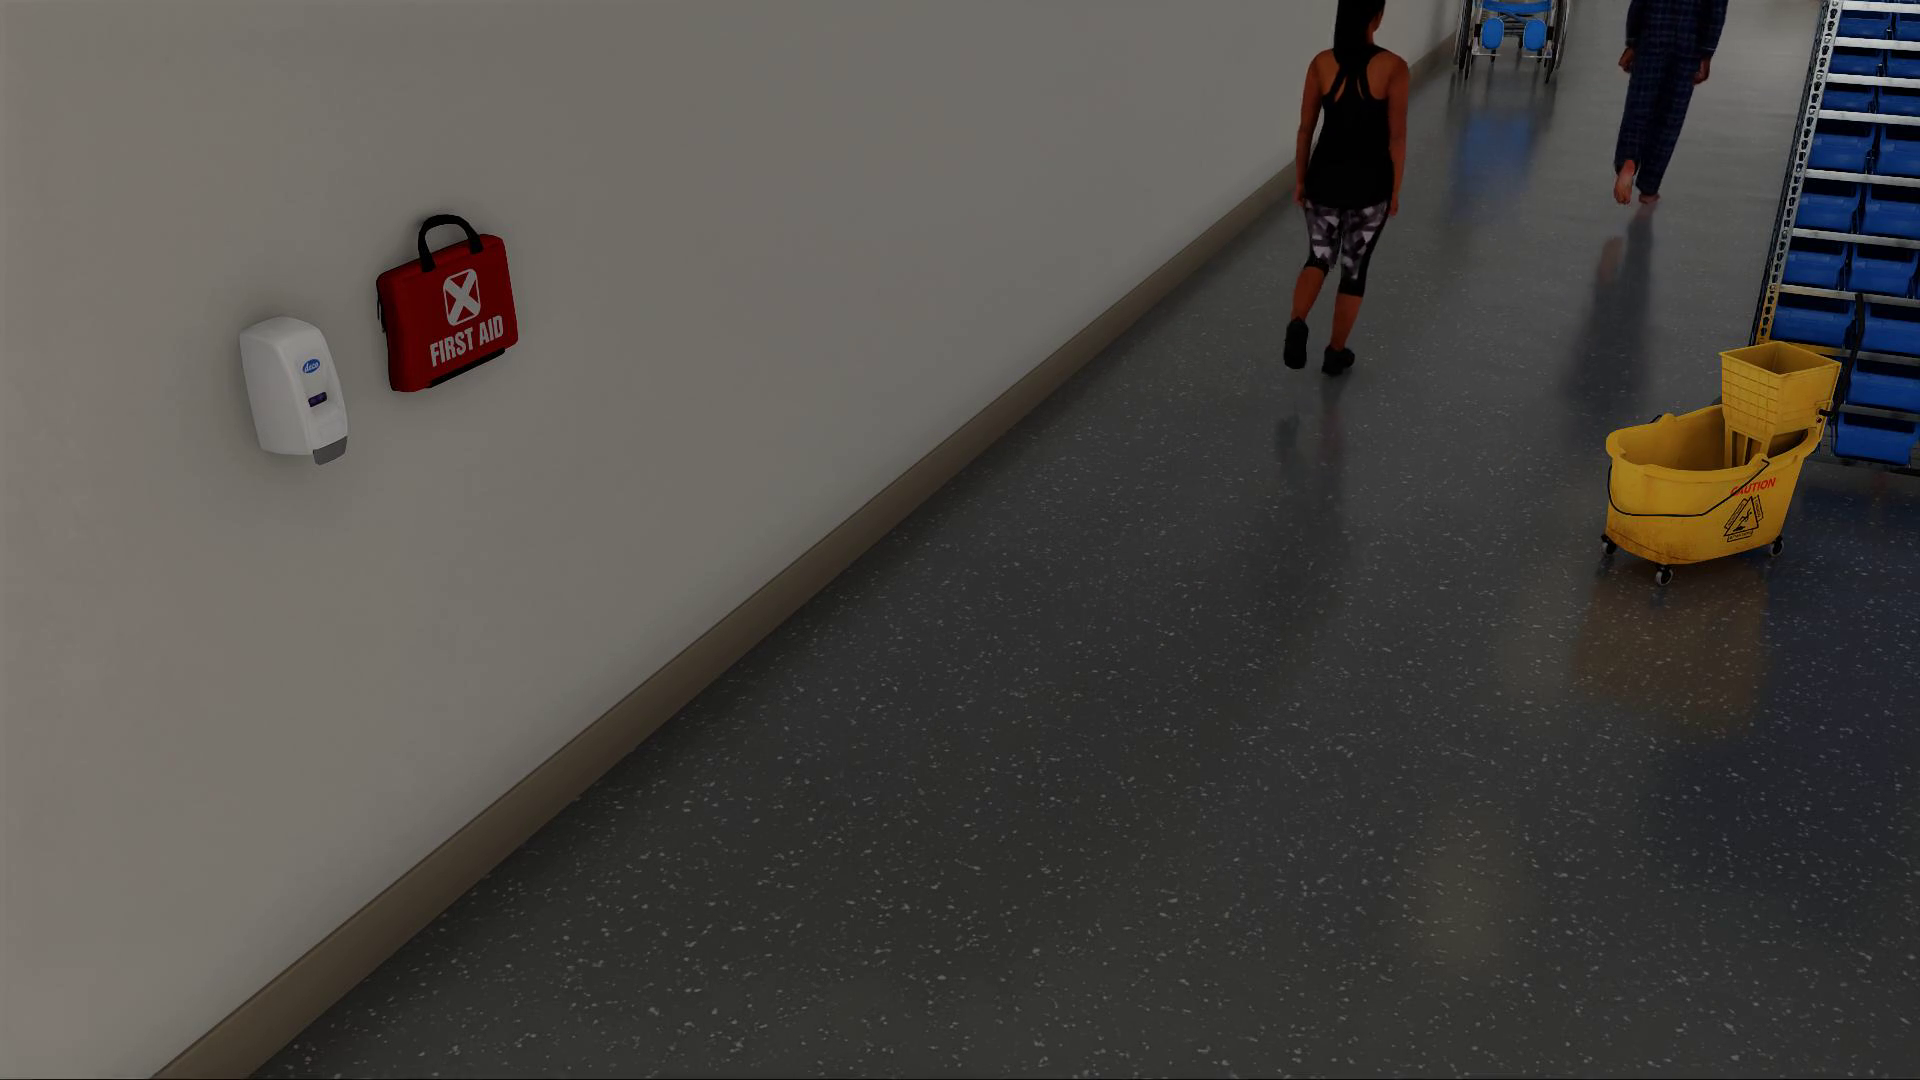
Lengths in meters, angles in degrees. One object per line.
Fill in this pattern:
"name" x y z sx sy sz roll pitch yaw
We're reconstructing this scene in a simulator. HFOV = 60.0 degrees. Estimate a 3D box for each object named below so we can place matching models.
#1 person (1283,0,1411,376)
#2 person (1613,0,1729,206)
"person" 1.542 -1.420 6.708 0.797 1.647 0.688 14 29 27
"person" 3.906 -2.719 9.221 0.939 1.804 0.796 16 30 29
